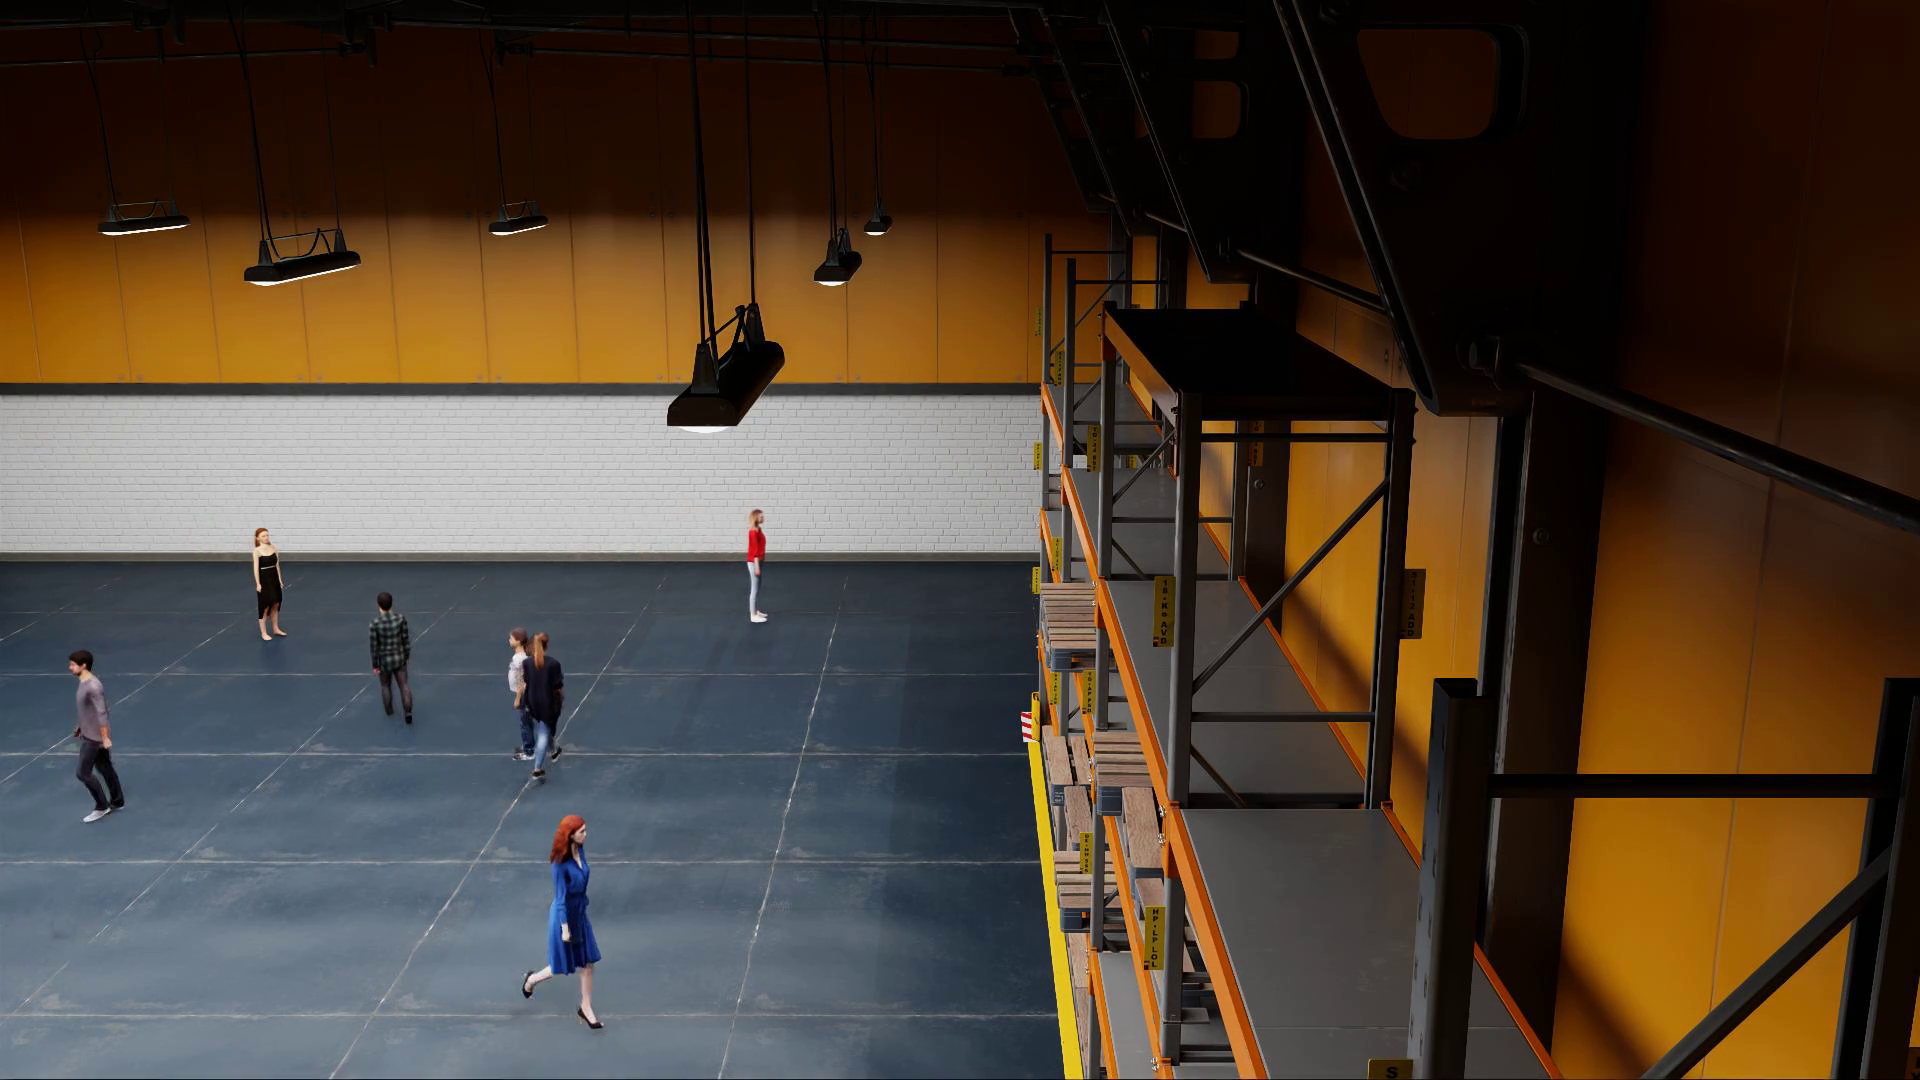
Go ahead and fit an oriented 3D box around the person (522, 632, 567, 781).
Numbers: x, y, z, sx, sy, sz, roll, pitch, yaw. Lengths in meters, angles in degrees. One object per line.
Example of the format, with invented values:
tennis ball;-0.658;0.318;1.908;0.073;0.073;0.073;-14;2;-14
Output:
person;-4.713;1.891;18.692;0.786;1.639;1.155;3;14;11

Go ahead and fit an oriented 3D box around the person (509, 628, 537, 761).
person;-5.087;1.769;19.358;0.620;1.563;0.499;-2;14;-8

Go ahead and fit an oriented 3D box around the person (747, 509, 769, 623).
person;-3.038;0.368;24.840;0.671;1.706;0.433;0;14;-1

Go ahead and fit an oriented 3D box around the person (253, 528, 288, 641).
person;-9.998;0.610;24.010;0.728;1.625;0.649;8;16;31

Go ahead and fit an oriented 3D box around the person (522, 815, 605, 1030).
person;-3.214;3.086;13.412;0.913;1.801;1.021;5;15;21

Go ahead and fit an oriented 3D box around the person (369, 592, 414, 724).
person;-7.042;1.494;20.662;0.997;1.693;1.149;-7;15;-28

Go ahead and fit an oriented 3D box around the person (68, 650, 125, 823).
person;-9.094;2.036;17.673;0.896;1.836;0.809;-9;16;-32
